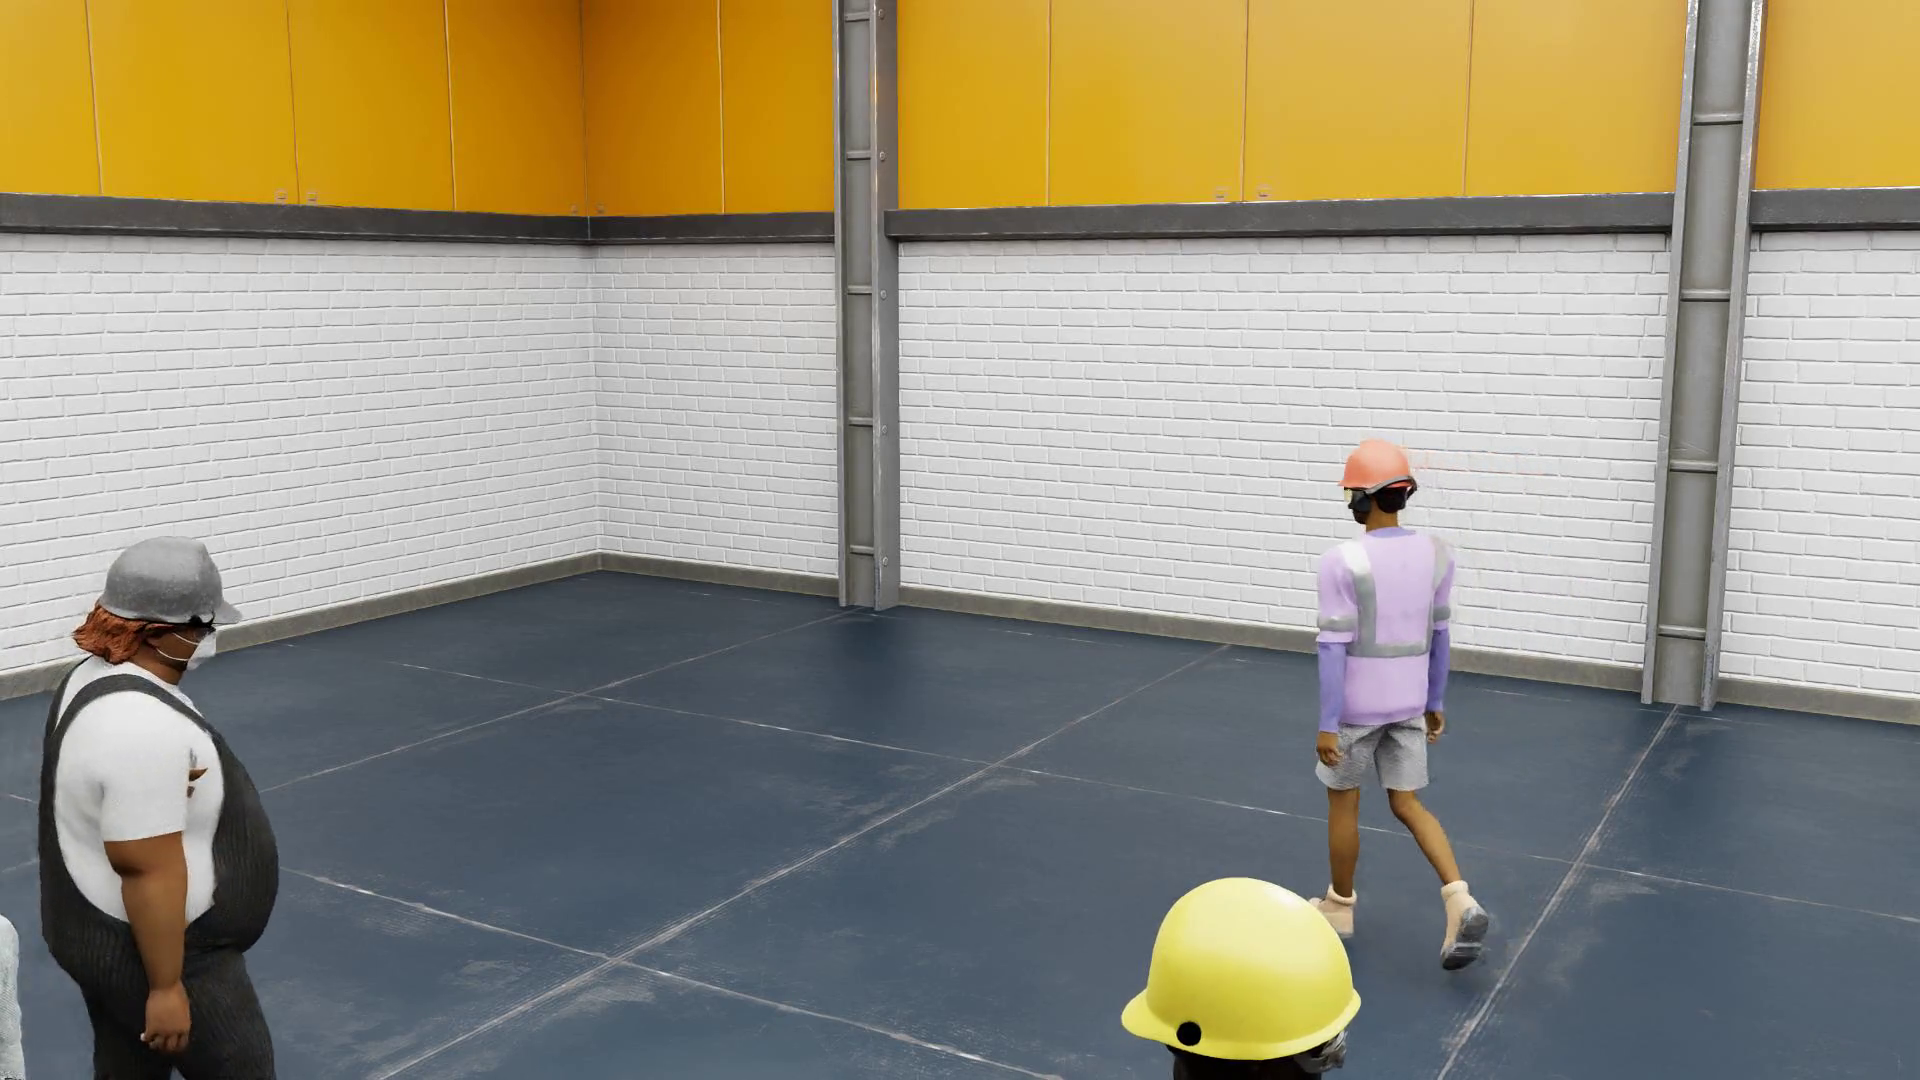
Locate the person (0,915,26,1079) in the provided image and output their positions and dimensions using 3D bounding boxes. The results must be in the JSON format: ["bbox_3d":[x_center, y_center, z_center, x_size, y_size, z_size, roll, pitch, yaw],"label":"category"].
[{"bbox_3d":[-2.018,1.281,3.180,0.346,1.740,0.498,1,9,9],"label":"person"}]

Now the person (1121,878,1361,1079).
[{"bbox_3d":[0.385,1.358,2.119,0.383,1.922,0.587,1,9,7],"label":"person"}]

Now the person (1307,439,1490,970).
[{"bbox_3d":[1.662,0.631,6.360,0.623,2.023,0.853,-4,10,-22],"label":"person"}]
